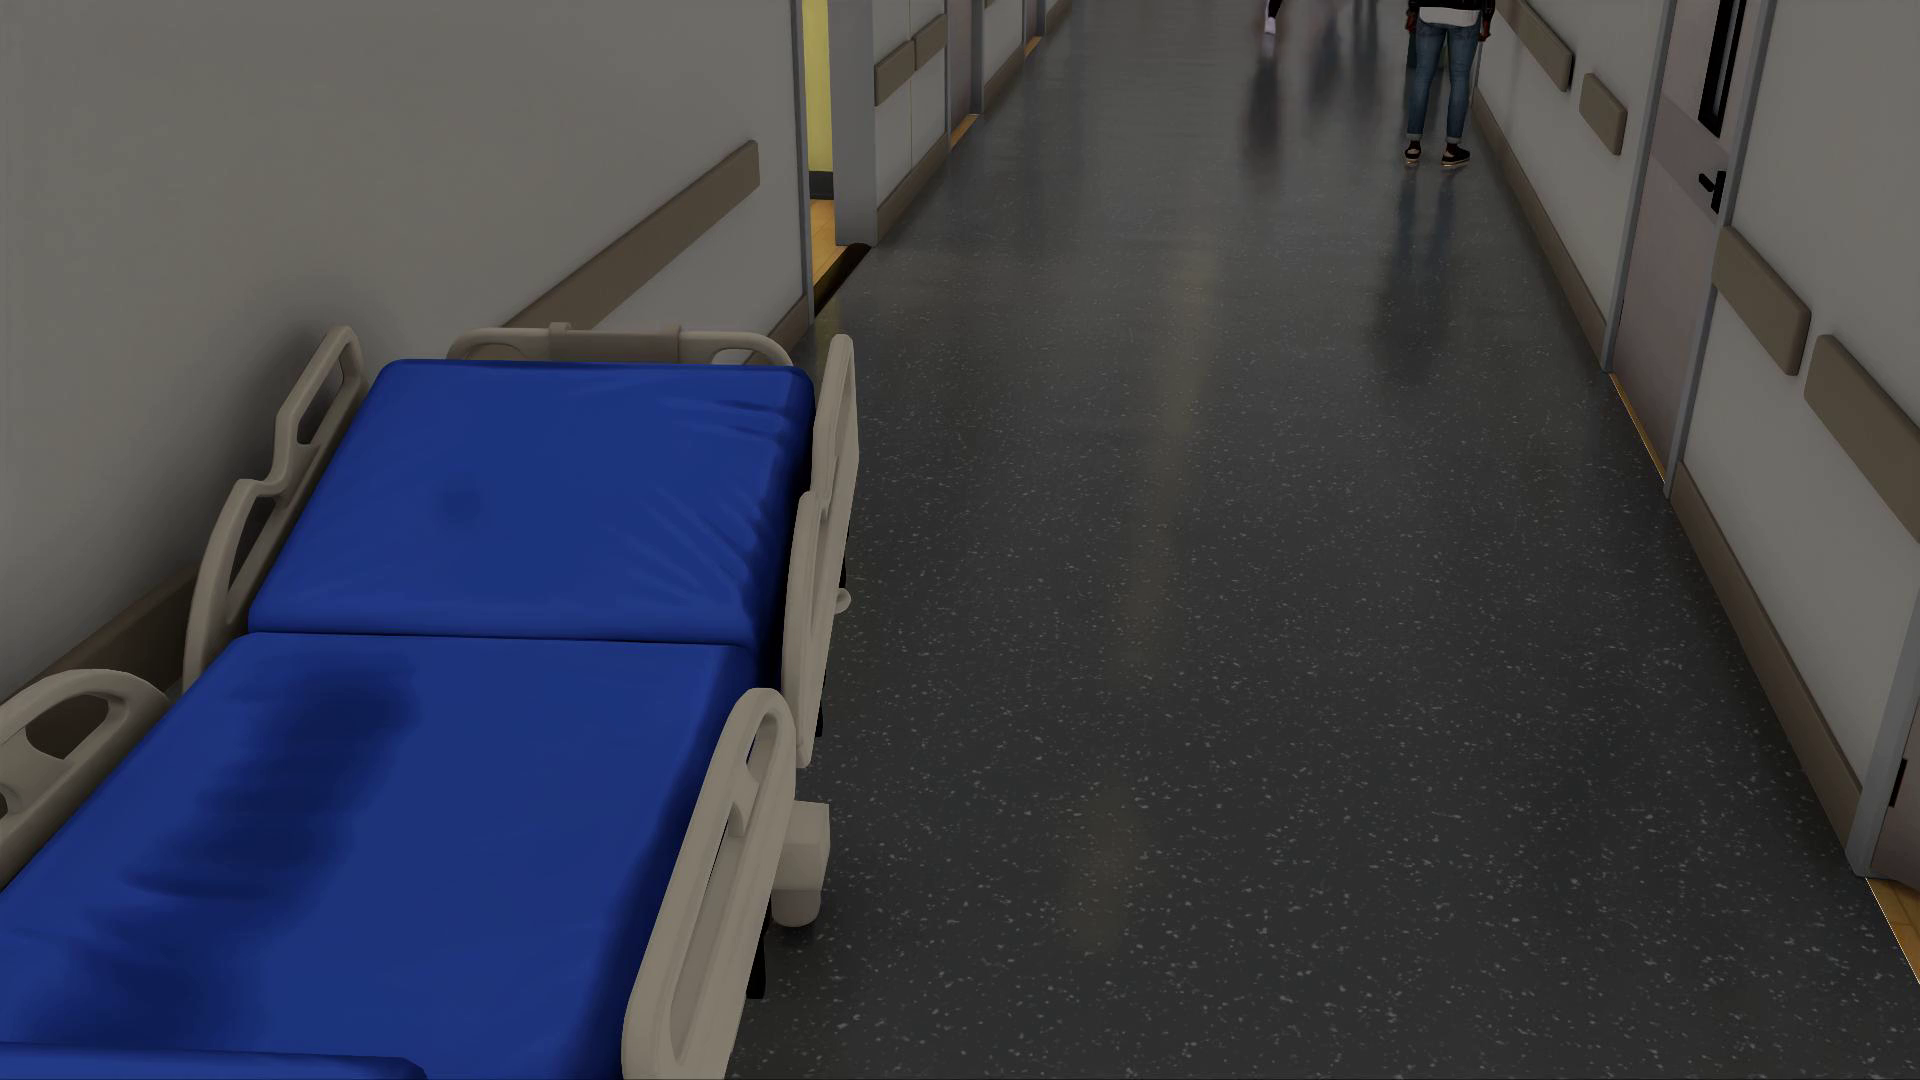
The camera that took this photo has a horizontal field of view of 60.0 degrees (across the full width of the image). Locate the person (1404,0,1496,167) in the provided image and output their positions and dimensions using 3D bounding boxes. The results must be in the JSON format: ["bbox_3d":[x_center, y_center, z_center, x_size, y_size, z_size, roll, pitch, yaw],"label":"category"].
[{"bbox_3d":[2.993,-3.240,10.184,0.581,1.820,0.789,11,28,22],"label":"person"}]
